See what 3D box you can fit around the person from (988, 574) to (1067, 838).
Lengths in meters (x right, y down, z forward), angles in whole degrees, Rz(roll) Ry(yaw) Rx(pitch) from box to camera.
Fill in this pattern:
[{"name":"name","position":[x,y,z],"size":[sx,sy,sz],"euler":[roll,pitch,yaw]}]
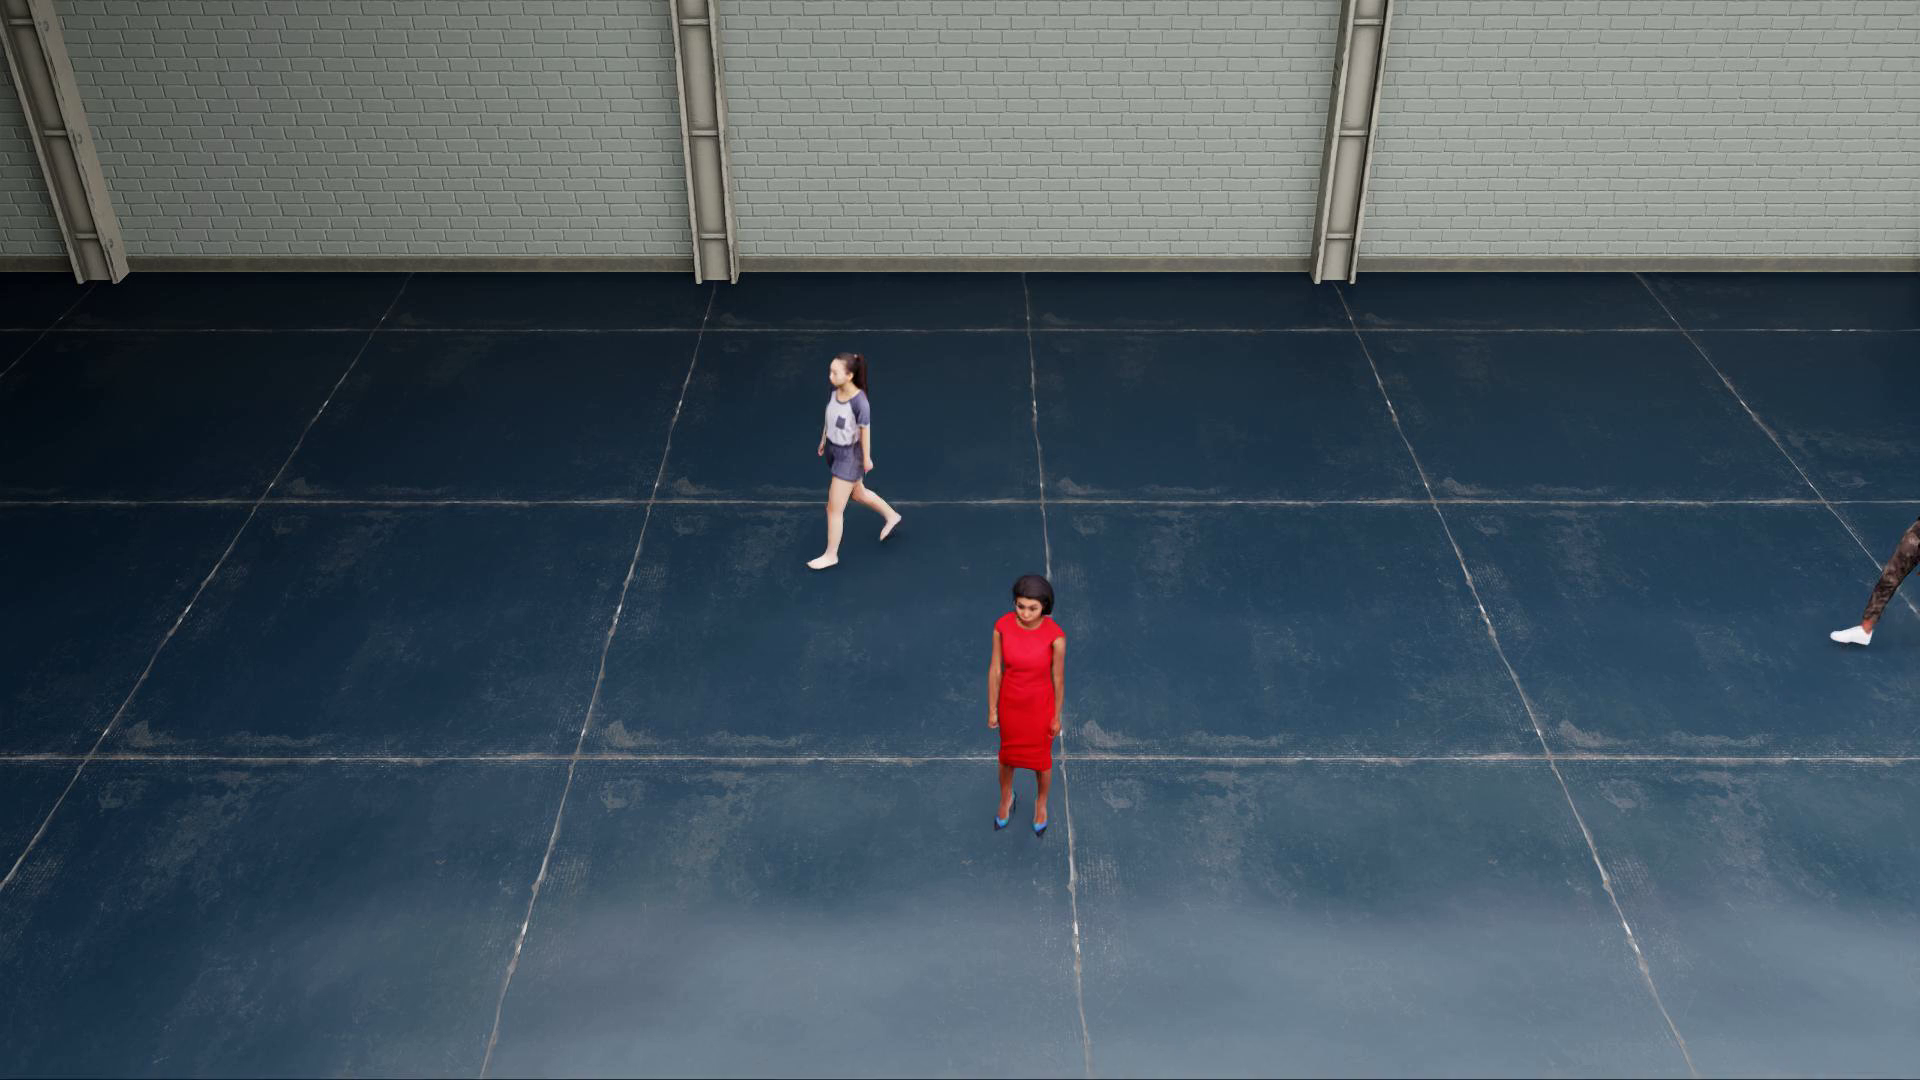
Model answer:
[{"name":"person","position":[0.378,0.927,9.264],"size":[0.520,1.744,0.677],"euler":[8,34,12]}]

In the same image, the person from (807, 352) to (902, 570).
[{"name":"person","position":[-0.719,-0.595,11.723],"size":[1.127,1.613,0.917],"euler":[-16,36,-23]}]
